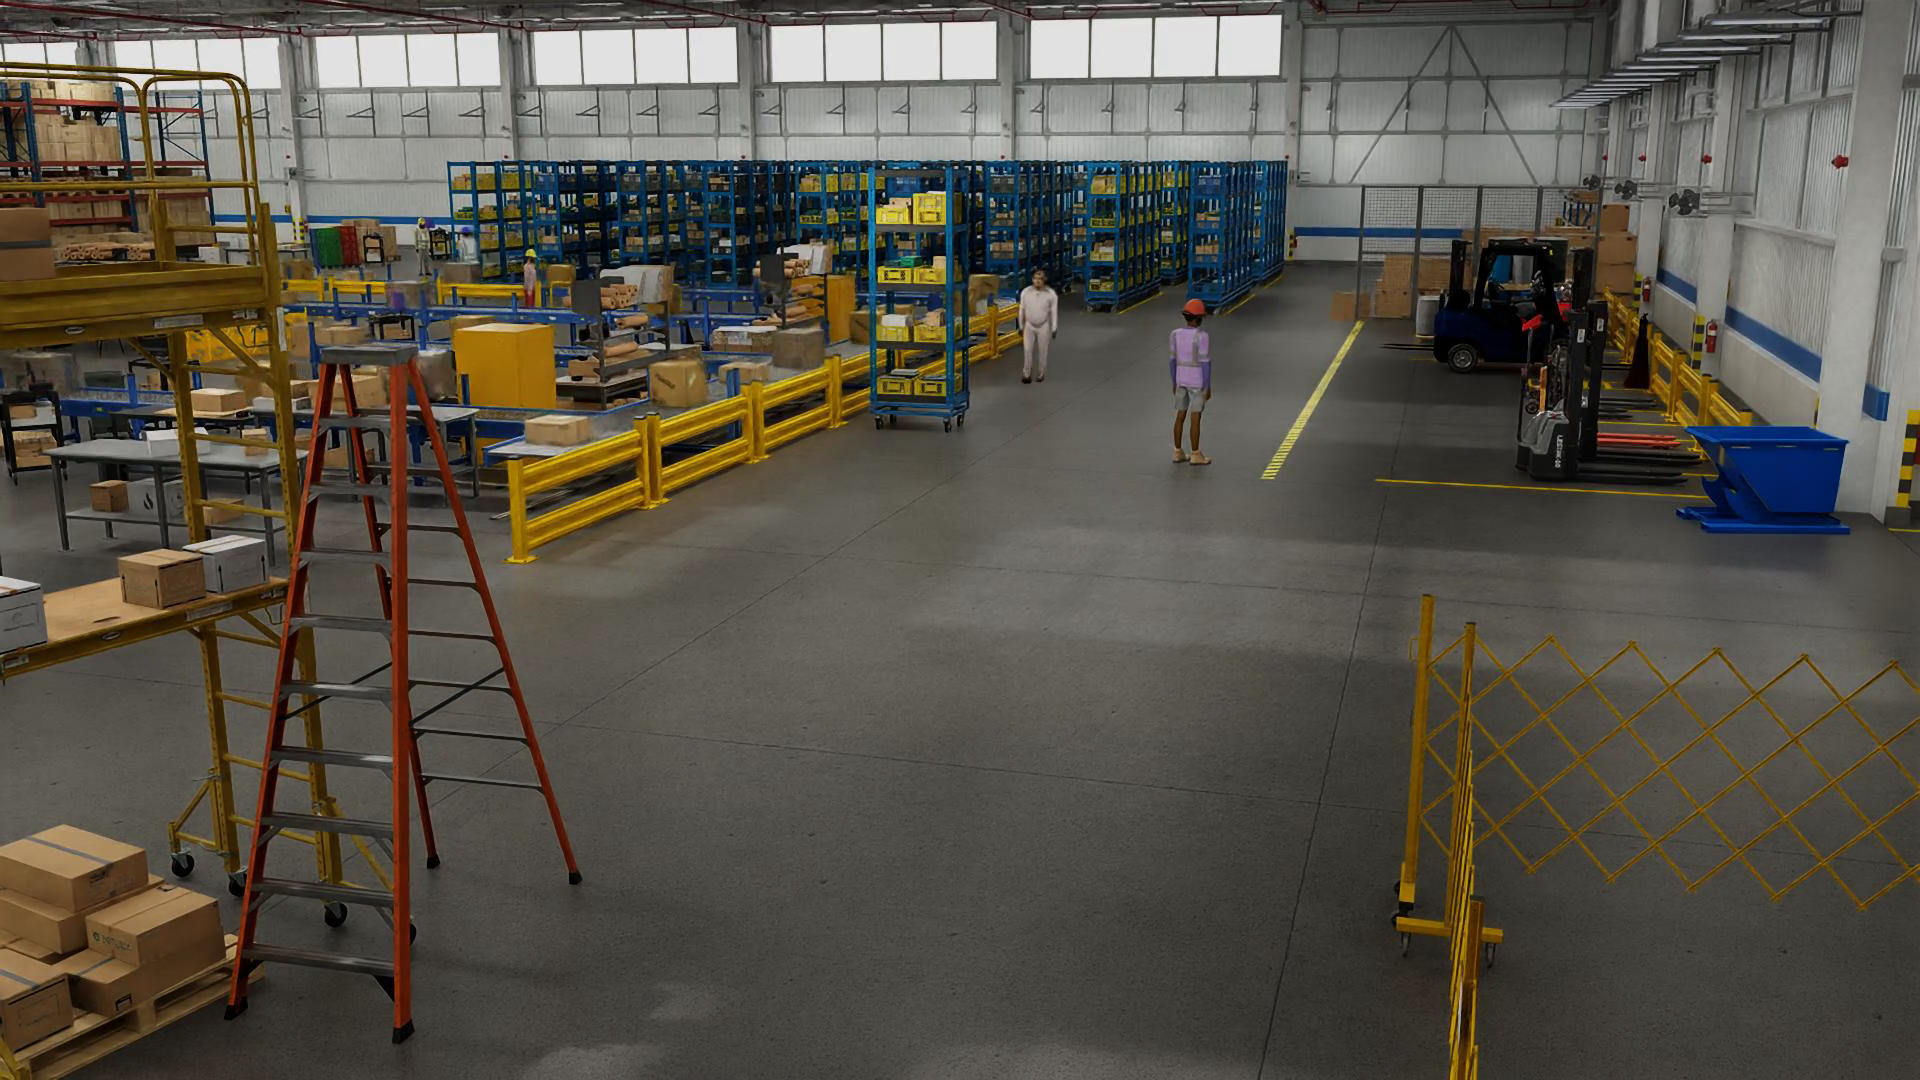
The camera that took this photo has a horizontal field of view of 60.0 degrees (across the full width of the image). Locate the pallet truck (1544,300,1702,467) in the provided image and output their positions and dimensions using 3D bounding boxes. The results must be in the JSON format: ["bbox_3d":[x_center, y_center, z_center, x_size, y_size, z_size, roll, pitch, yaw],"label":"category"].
[{"bbox_3d":[8.263,-1.952,20.631,1.885,1.965,0.823,5,14,20],"label":"pallet truck"}]

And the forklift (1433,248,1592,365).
[{"bbox_3d":[9.780,-4.111,29.280,2.680,1.987,1.157,3,13,14],"label":"forklift"}]

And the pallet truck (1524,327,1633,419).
[{"bbox_3d":[9.065,-2.460,24.370,1.522,1.261,0.704,3,13,14],"label":"pallet truck"}]

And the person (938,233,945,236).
[{"bbox_3d":[-0.519,-8.698,50.100,0.389,1.848,0.563,2,13,7],"label":"person"}]

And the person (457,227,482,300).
[{"bbox_3d":[-13.082,-7.336,44.105,0.994,1.892,0.640,10,16,36],"label":"person"}]

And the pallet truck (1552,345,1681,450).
[{"bbox_3d":[8.641,-1.896,21.908,1.630,1.274,0.653,4,14,16],"label":"pallet truck"}]

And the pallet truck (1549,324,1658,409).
[{"bbox_3d":[9.824,-2.669,25.407,1.601,1.201,0.680,4,14,16],"label":"pallet truck"}]

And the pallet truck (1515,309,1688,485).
[{"bbox_3d":[7.554,-1.677,19.446,1.885,1.965,0.823,3,13,14],"label":"pallet truck"}]

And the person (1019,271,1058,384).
[{"bbox_3d":[1.284,-3.532,27.726,0.676,1.862,0.966,2,13,10],"label":"person"}]

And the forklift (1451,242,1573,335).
[{"bbox_3d":[10.464,-4.597,31.405,2.680,1.987,1.157,4,14,16],"label":"forklift"}]

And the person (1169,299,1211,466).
[{"bbox_3d":[2.853,-1.939,20.475,0.377,2.045,0.605,-12,17,-41],"label":"person"}]

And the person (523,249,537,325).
[{"bbox_3d":[-9.339,-5.446,36.238,0.329,1.764,0.524,0,13,1],"label":"person"}]

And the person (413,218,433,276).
[{"bbox_3d":[-16.952,-9.248,52.506,0.404,1.833,0.588,8,15,32],"label":"person"}]
